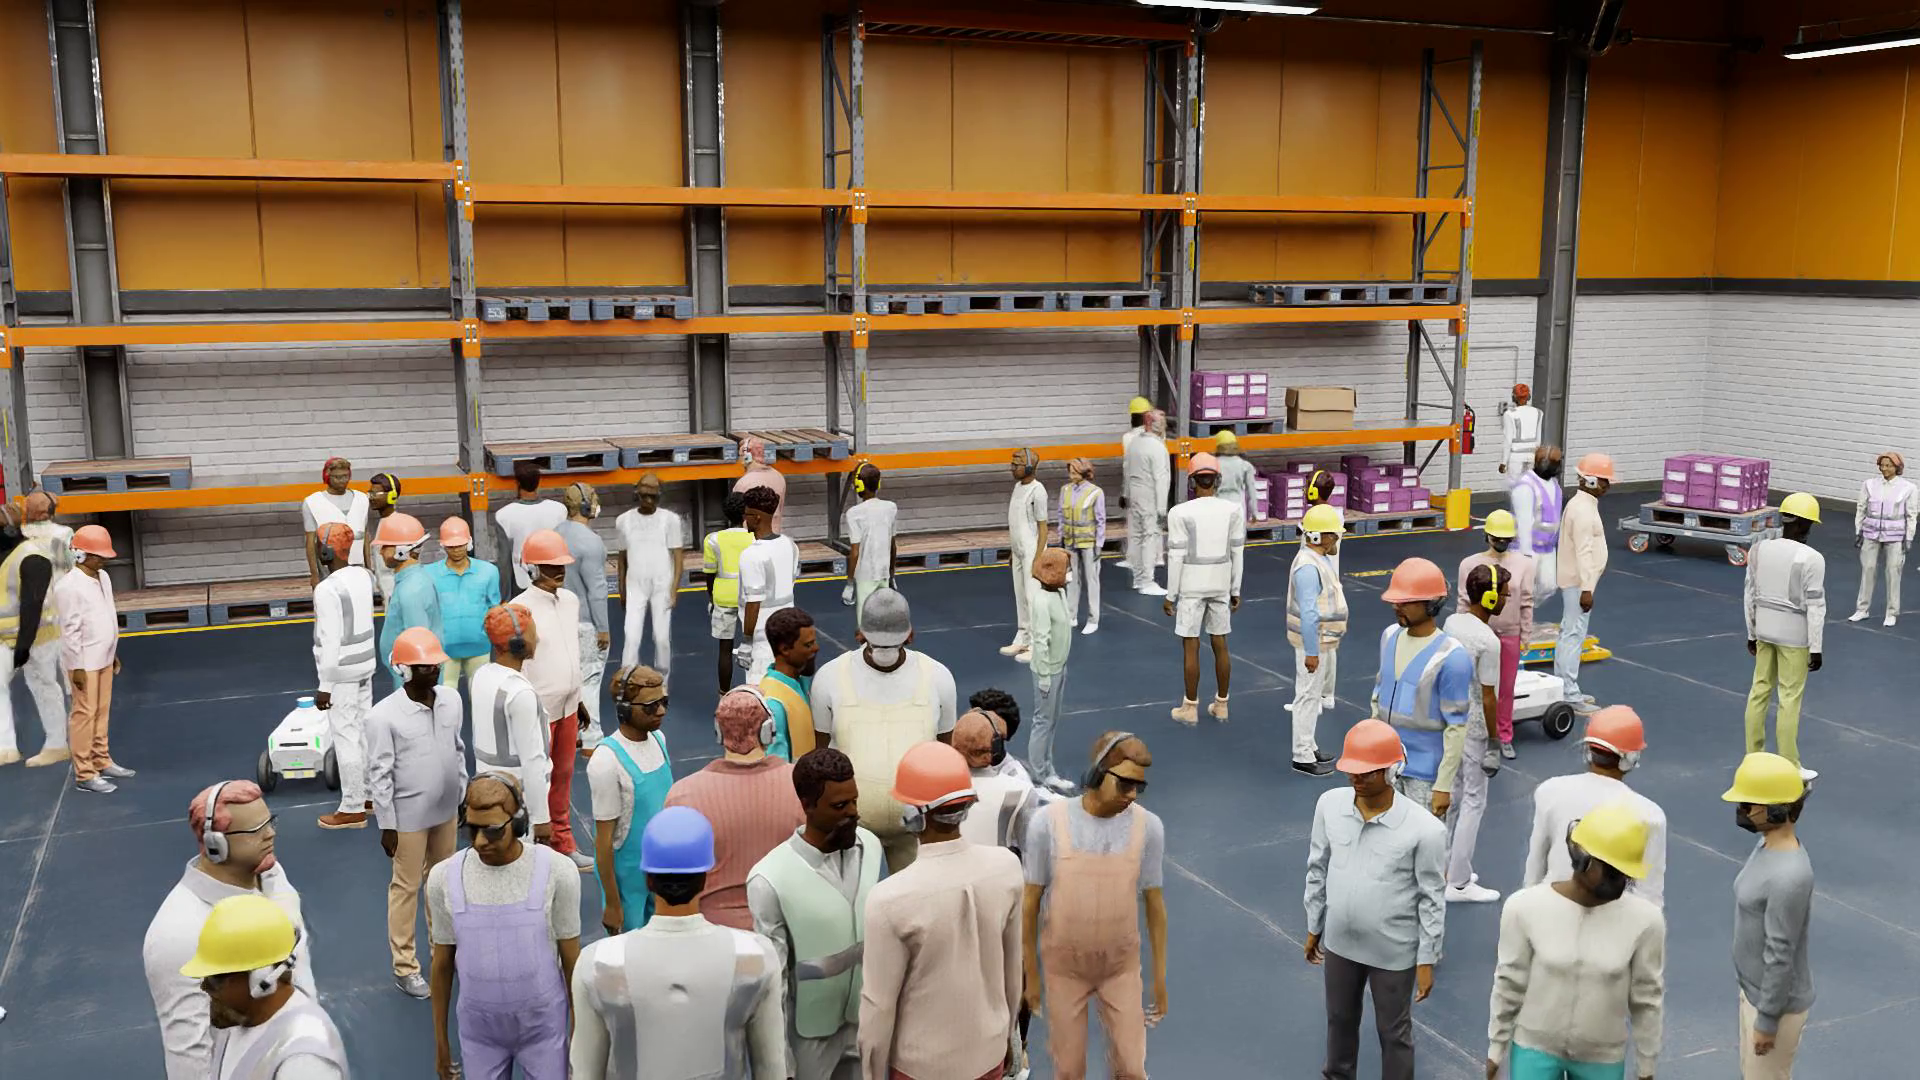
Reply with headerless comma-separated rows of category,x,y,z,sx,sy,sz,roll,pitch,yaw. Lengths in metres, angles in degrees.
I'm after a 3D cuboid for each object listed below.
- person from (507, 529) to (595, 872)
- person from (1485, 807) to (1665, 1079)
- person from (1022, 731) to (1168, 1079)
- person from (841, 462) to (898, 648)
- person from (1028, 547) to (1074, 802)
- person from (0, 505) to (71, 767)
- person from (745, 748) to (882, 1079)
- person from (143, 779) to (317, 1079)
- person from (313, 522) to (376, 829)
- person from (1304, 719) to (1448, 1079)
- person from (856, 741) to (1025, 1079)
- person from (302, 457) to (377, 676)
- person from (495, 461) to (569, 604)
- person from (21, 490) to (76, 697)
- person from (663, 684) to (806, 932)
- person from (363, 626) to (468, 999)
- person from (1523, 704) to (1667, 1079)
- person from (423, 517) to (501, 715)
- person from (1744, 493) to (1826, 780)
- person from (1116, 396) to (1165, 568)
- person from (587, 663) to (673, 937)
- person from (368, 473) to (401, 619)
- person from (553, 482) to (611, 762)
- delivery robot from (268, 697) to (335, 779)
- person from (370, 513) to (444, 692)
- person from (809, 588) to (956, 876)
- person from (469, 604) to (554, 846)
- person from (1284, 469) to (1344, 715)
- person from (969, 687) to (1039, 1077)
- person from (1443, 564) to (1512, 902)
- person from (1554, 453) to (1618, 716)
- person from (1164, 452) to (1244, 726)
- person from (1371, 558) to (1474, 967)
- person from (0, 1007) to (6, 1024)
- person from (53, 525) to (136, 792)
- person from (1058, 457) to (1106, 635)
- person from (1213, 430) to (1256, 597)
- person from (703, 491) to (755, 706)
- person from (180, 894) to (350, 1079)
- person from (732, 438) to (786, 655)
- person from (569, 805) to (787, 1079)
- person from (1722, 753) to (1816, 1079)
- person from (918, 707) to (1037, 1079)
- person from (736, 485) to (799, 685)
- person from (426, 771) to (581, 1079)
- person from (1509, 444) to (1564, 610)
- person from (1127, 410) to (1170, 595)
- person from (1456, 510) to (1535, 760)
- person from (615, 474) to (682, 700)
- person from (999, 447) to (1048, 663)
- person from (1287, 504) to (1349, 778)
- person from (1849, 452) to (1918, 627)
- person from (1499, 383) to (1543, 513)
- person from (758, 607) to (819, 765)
person,-2.272,0.926,9.212,0.376,1.995,0.612,4,11,21
person,2.054,1.683,5.597,0.547,1.730,0.656,3,10,15
person,0.487,1.570,6.047,0.546,1.817,0.415,0,10,-3
person,-0.712,0.319,13.084,0.514,1.866,0.329,-9,14,-44
person,0.590,0.849,10.688,0.270,1.634,0.509,3,10,17
person,-6.399,0.673,11.183,0.656,1.814,0.705,6,11,31
person,-0.456,1.609,5.496,0.393,1.919,0.589,6,12,33
person,-2.198,1.669,5.169,0.405,1.911,0.652,1,10,4
person,-3.753,0.818,10.149,0.345,1.882,0.584,1,10,7
person,1.565,1.535,6.395,0.571,1.749,0.343,9,13,42
person,-0.068,1.611,5.296,0.618,1.985,0.407,-8,13,-38
person,-5.083,0.233,13.639,0.389,1.844,0.566,8,13,38
person,-3.253,0.351,12.743,0.596,1.916,0.372,-8,13,-38
person,-7.172,0.429,13.099,0.525,1.639,0.307,0,10,-3
person,-0.790,1.480,6.278,0.641,1.906,0.407,-2,10,-14
person,-2.541,1.270,7.909,0.323,1.755,0.564,5,11,27
person,2.457,1.516,6.615,0.744,1.724,0.583,-7,12,-35
person,-3.349,0.705,11.173,0.572,1.750,0.331,-4,11,-23
person,5.505,0.638,11.091,0.379,1.918,0.585,-4,11,-24
person,1.992,-0.625,18.385,0.595,1.937,0.383,-7,12,-36
person,-1.335,1.406,6.873,0.328,1.844,0.513,3,10,17
person,-4.258,0.428,12.428,0.322,1.875,0.531,-4,11,-23
person,-2.595,0.558,11.490,0.367,1.940,0.634,-8,13,-39
delivery robot,-4.318,1.284,11.024,0.477,0.478,0.707,-1,10,-6
person,-3.218,0.828,9.772,0.382,1.993,0.622,-3,10,-15
person,-0.336,1.199,7.507,0.677,2.000,0.536,-1,10,-7
person,-2.078,1.224,7.812,0.348,1.882,0.584,-8,13,-39
person,2.702,0.392,12.647,0.325,1.871,0.521,8,13,40
person,0.132,1.451,7.038,0.318,1.700,0.535,-6,11,-30
person,2.767,1.039,8.975,0.344,1.856,0.526,-2,10,-13
person,4.749,0.326,12.674,0.394,1.992,0.610,3,10,16
person,1.792,0.362,12.355,0.615,2.030,0.397,-3,10,-17
person,2.197,1.090,8.131,0.377,2.042,0.608,-5,11,-25
person,-4.658,1.342,7.201,0.396,1.868,0.737,6,12,32
person,-5.651,0.761,10.885,0.349,1.740,0.564,0,10,-2
person,1.117,0.047,15.301,0.514,1.639,0.318,9,13,43
person,2.775,-0.284,17.088,0.514,1.673,0.933,2,10,13
person,-1.683,0.472,12.686,0.535,1.697,0.318,0,10,-2
person,-1.810,1.827,4.571,0.738,1.808,0.601,-8,13,-39
person,-1.784,0.055,14.494,0.409,1.905,0.649,5,11,24
person,-0.808,1.720,4.815,0.622,1.933,0.420,-2,10,-14
person,2.851,1.615,5.932,0.344,1.758,0.532,4,10,20
person,0.079,1.504,6.910,0.515,1.637,0.308,2,10,11
person,-1.304,0.608,11.125,0.367,1.966,0.607,4,11,21
person,-1.501,1.645,5.543,0.515,1.835,0.355,0,10,-2
person,5.068,0.051,14.763,0.617,1.825,0.506,-6,12,-32
person,1.977,-0.387,17.097,0.469,1.893,0.687,-4,11,-23
person,3.685,0.653,11.473,0.518,1.756,0.348,0,10,3
person,-2.385,0.389,12.815,0.514,1.817,0.637,-1,10,-3
person,0.563,0.123,14.264,0.334,1.845,0.513,-4,11,-24
person,2.397,0.665,11.177,0.404,1.831,0.601,3,10,16
person,8.690,-0.013,15.642,0.306,1.639,0.523,-9,13,-42
person,6.942,-1.002,20.631,0.575,1.885,0.361,-4,11,-22
person,-0.804,1.246,7.587,0.392,1.920,0.587,0,10,0
